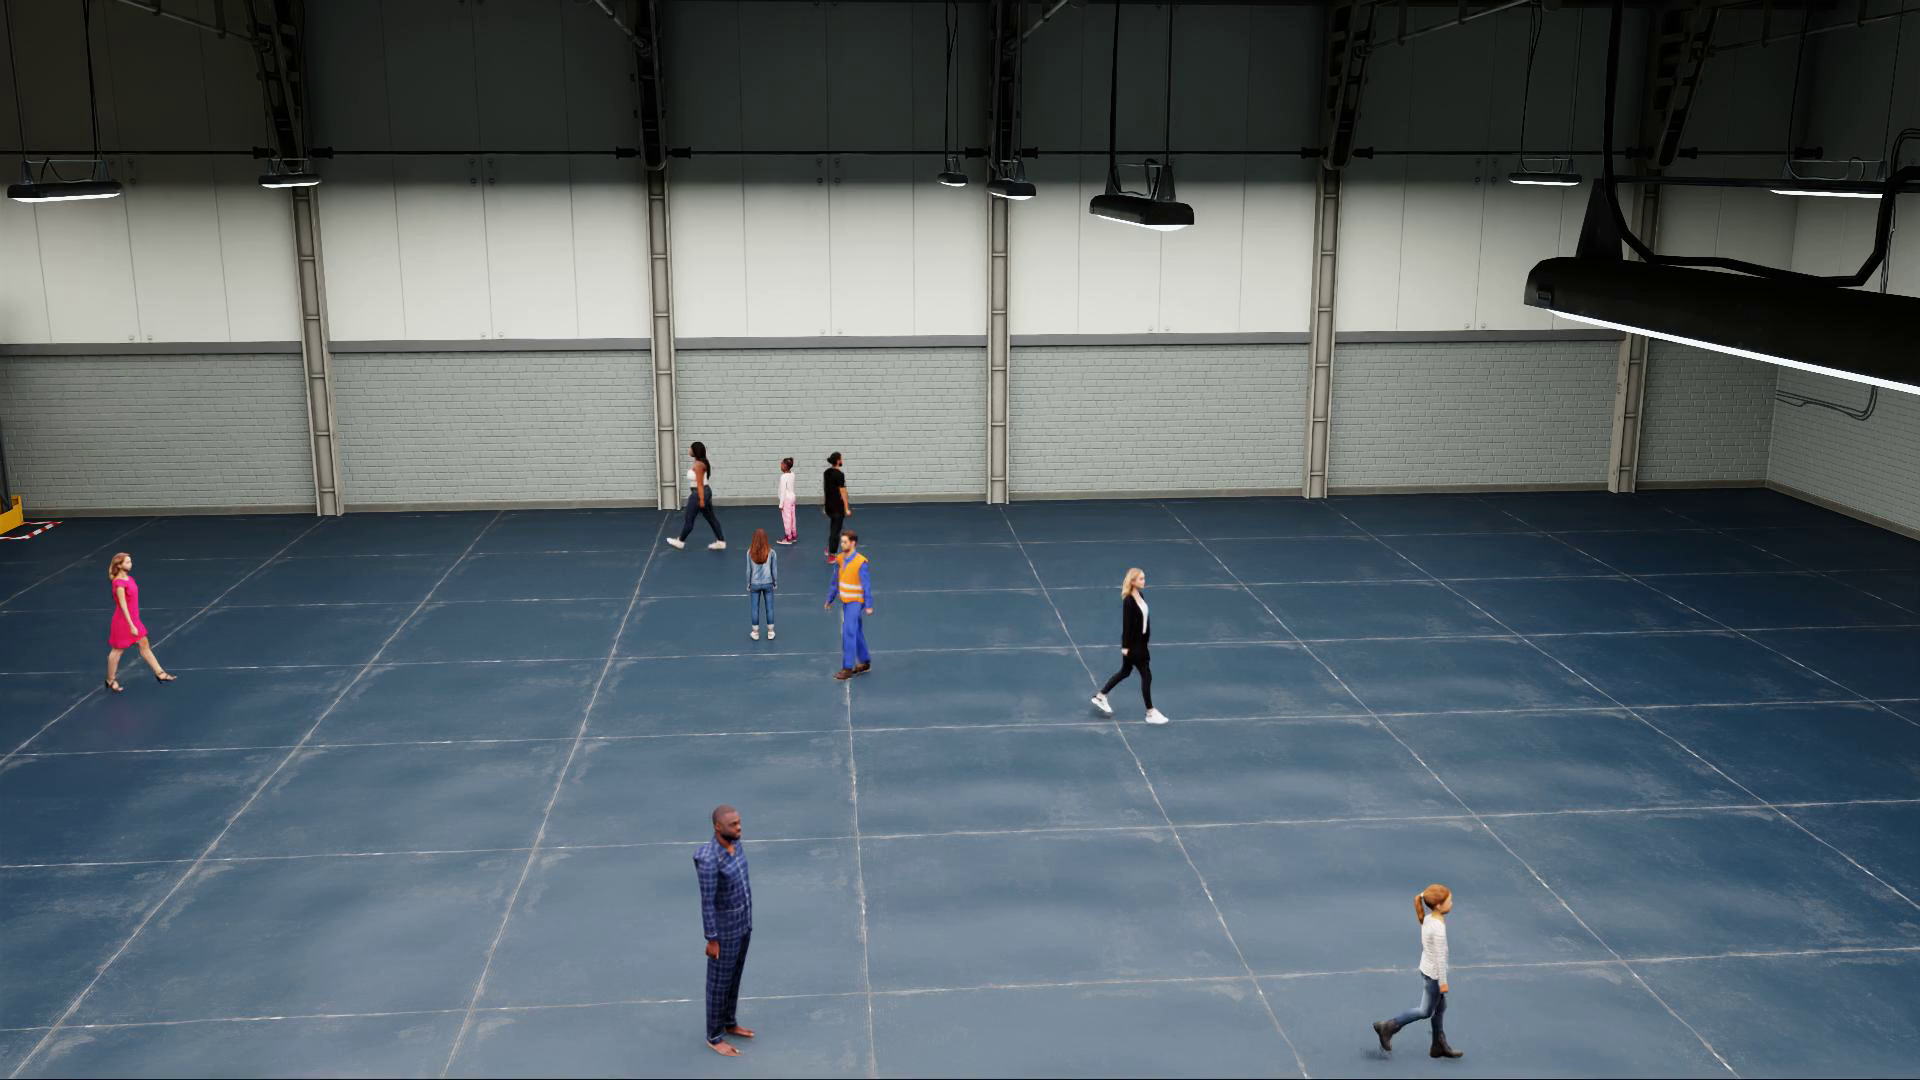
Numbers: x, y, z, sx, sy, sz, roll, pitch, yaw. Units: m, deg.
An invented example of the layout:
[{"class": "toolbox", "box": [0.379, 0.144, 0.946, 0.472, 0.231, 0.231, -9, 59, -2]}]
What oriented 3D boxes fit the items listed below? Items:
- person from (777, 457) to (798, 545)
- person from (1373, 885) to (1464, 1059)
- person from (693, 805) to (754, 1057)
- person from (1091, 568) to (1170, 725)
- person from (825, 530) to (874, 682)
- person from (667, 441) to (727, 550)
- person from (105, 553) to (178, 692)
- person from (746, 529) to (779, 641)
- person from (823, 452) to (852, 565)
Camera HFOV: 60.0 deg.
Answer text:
[{"class": "person", "box": [-2.837, -0.667, 27.432, 0.630, 1.443, 0.616, 5, 14, 22]}, {"class": "person", "box": [3.253, 3.053, 11.687, 0.894, 1.300, 0.598, 2, 13, 8]}, {"class": "person", "box": [-1.667, 2.742, 11.869, 0.747, 1.824, 0.766, 4, 14, 18]}, {"class": "person", "box": [1.873, 1.190, 18.703, 1.245, 1.764, 0.995, 6, 14, 23]}, {"class": "person", "box": [-1.241, 0.770, 20.352, 1.086, 1.839, 0.997, -11, 17, -40]}, {"class": "person", "box": [-4.061, -0.669, 26.736, 1.216, 1.762, 0.830, 2, 13, 7]}, {"class": "person", "box": [-9.972, 0.999, 19.695, 1.016, 1.690, 0.597, -2, 13, -7]}, {"class": "person", "box": [-2.620, 0.582, 21.973, 0.410, 1.474, 0.609, -1, 13, -5]}, {"class": "person", "box": [-2.022, -0.491, 25.999, 0.766, 1.747, 0.750, -8, 15, -32]}]
